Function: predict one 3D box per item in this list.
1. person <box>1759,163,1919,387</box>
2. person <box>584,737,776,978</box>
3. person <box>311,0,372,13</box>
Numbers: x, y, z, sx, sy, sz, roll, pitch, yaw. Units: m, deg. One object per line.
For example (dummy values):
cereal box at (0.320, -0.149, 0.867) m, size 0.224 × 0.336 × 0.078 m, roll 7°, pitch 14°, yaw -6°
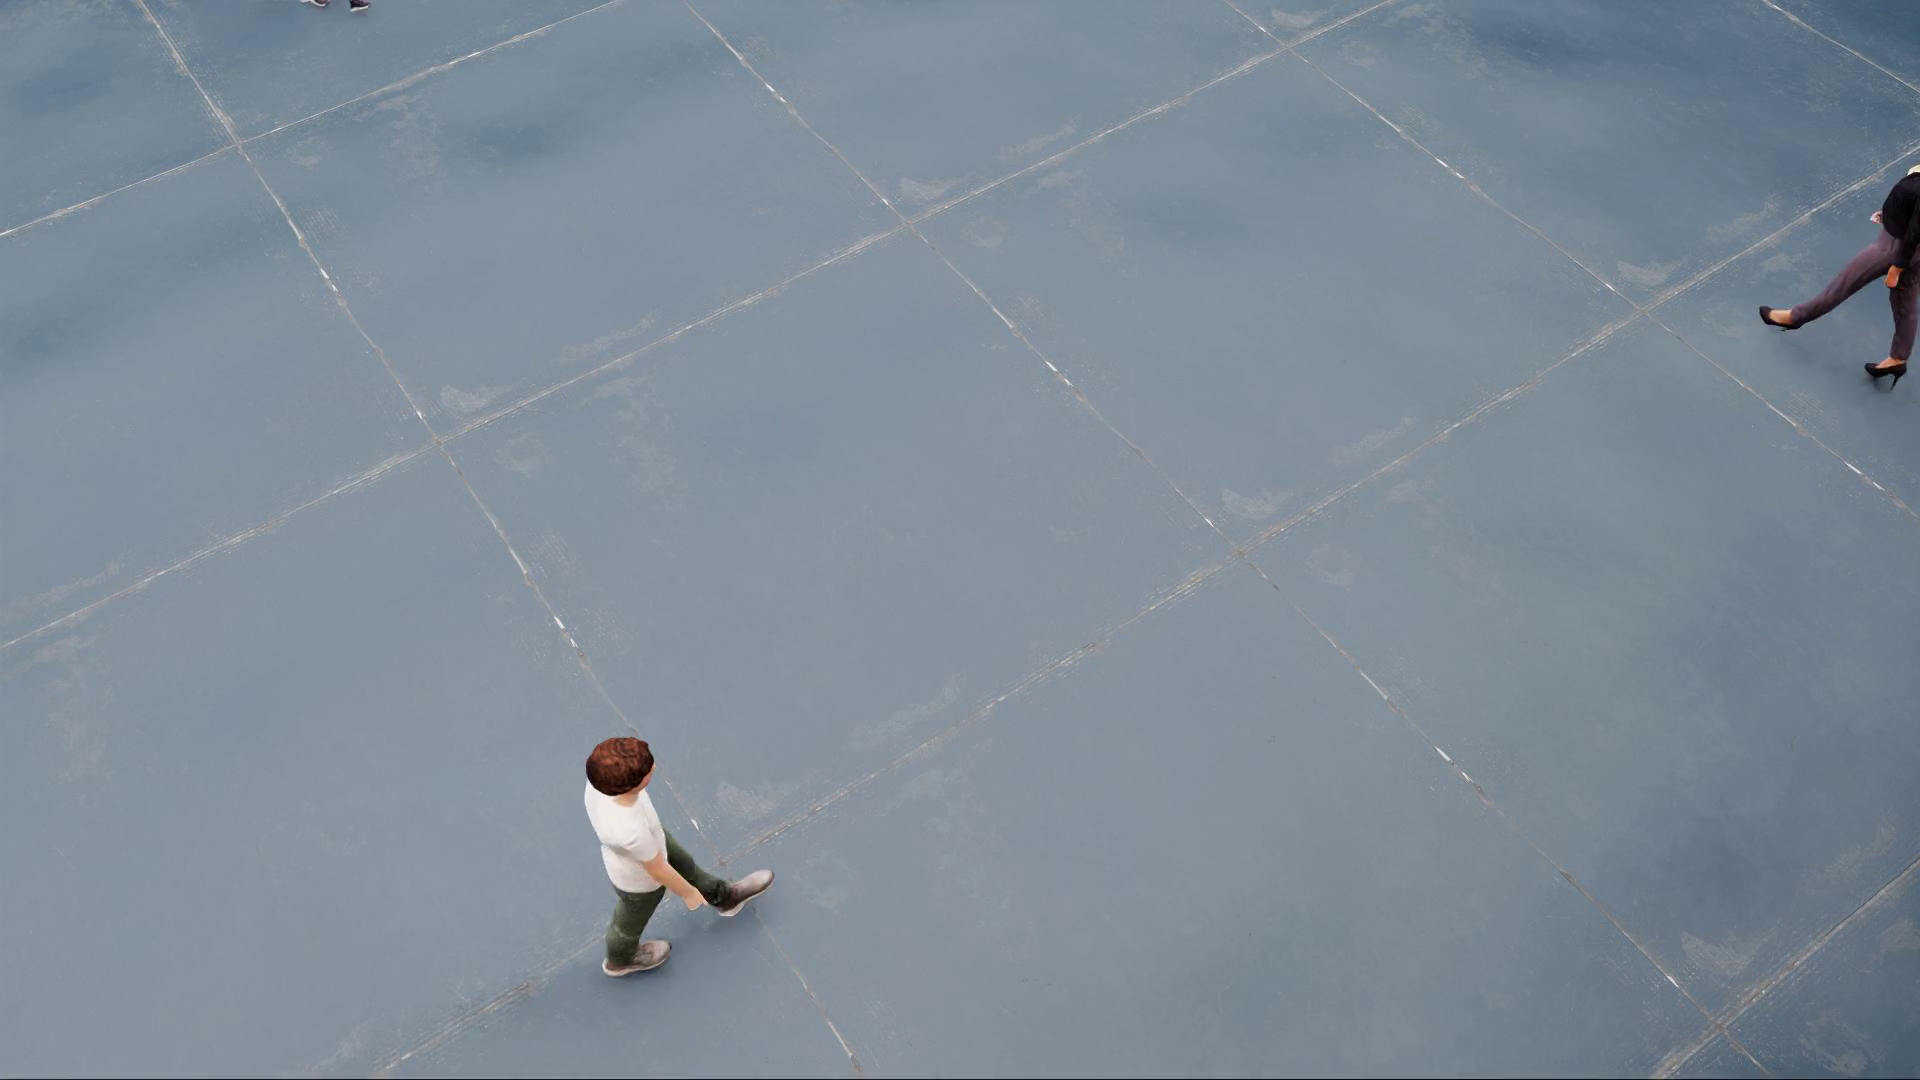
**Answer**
person at (4.881, -1.421, 8.481) m, size 0.731 × 1.632 × 1.074 m, roll -38°, pitch 61°, yaw -25°
person at (-1.311, 1.275, 6.398) m, size 0.812 × 1.624 × 1.012 m, roll -19°, pitch 55°, yaw -14°
person at (-4.250, -3.928, 10.770) m, size 0.803 × 1.081 × 0.609 m, roll 27°, pitch 57°, yaw 19°
